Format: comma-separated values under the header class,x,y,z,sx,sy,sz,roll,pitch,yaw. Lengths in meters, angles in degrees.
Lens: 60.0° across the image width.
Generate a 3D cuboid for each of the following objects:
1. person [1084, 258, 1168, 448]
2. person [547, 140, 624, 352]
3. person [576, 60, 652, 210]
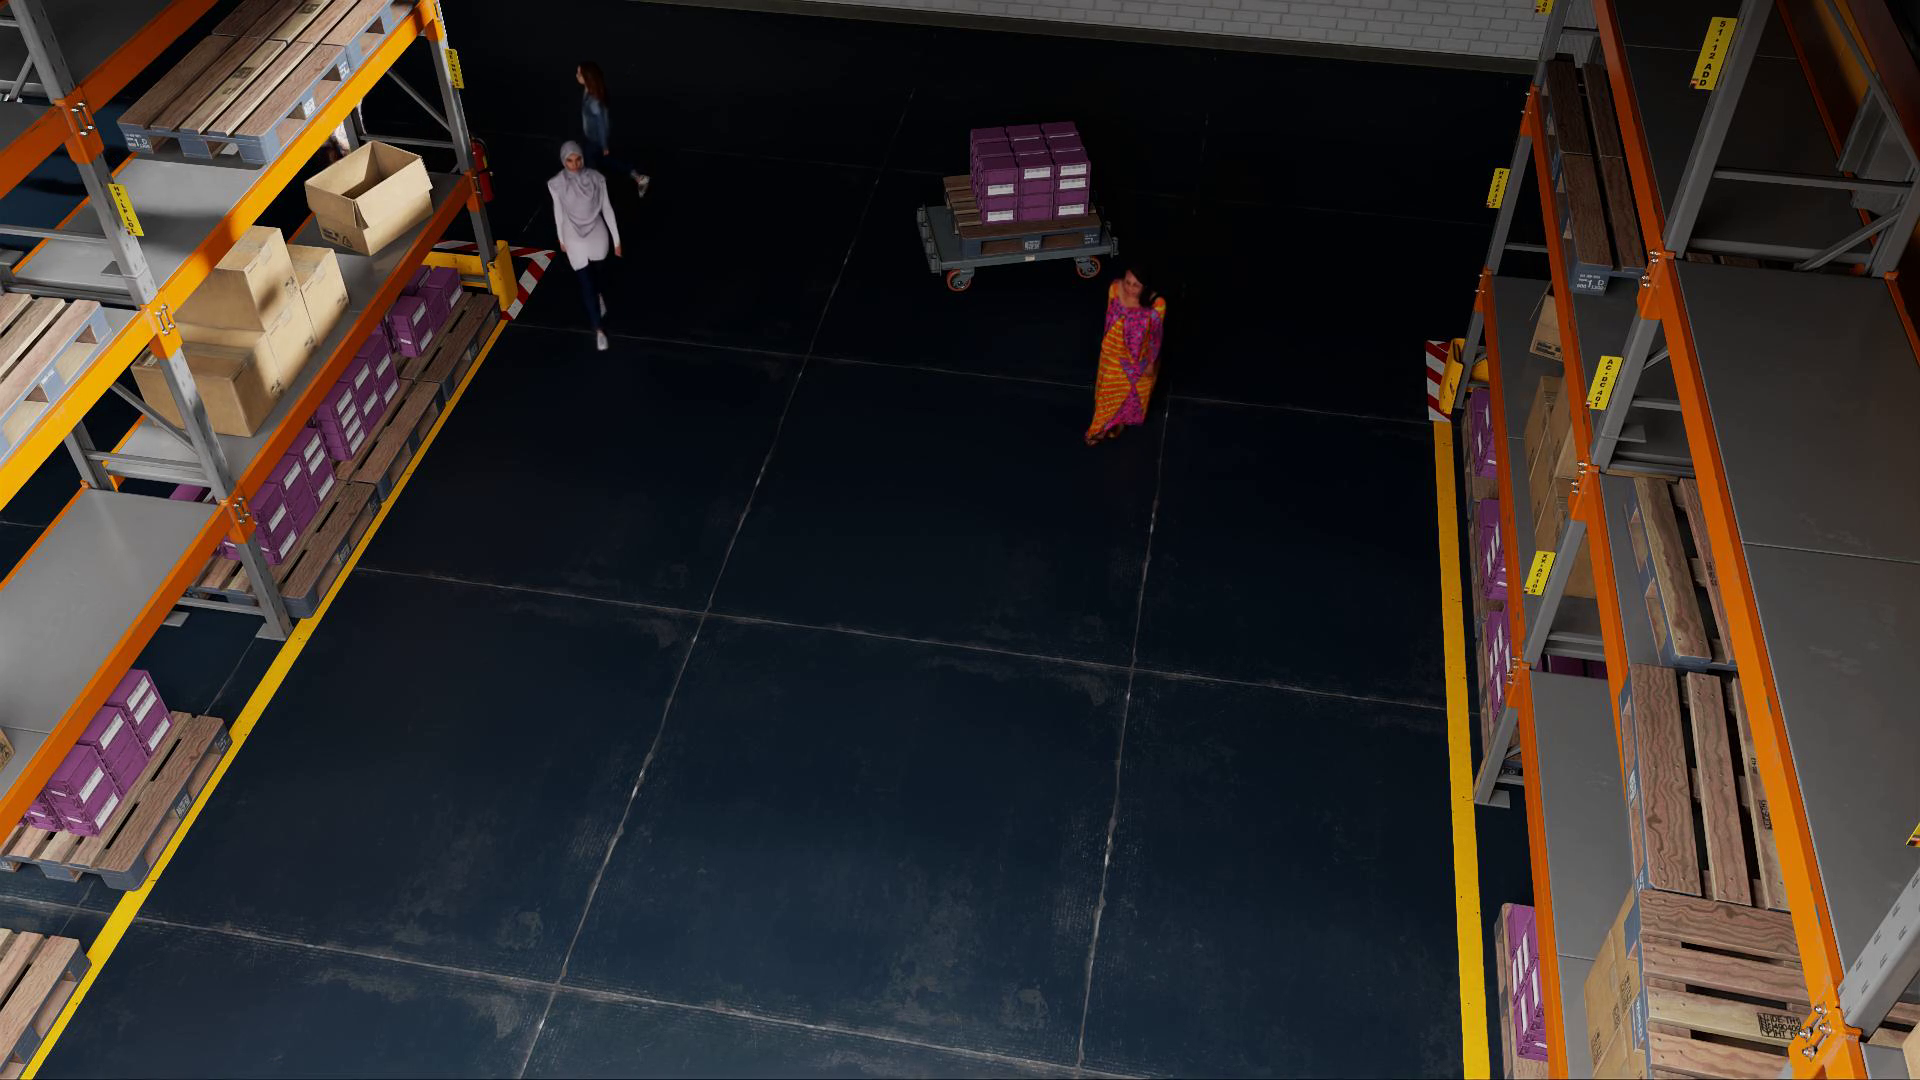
class,x,y,z,sx,sy,sz,roll,pitch,yaw
person,1.333,-1.513,12.578,0.871,1.655,1.095,23,48,22
person,-3.037,-2.483,13.542,0.973,1.729,1.232,-11,45,-11
person,-3.170,-3.636,14.950,0.816,1.457,0.920,-7,44,-7
